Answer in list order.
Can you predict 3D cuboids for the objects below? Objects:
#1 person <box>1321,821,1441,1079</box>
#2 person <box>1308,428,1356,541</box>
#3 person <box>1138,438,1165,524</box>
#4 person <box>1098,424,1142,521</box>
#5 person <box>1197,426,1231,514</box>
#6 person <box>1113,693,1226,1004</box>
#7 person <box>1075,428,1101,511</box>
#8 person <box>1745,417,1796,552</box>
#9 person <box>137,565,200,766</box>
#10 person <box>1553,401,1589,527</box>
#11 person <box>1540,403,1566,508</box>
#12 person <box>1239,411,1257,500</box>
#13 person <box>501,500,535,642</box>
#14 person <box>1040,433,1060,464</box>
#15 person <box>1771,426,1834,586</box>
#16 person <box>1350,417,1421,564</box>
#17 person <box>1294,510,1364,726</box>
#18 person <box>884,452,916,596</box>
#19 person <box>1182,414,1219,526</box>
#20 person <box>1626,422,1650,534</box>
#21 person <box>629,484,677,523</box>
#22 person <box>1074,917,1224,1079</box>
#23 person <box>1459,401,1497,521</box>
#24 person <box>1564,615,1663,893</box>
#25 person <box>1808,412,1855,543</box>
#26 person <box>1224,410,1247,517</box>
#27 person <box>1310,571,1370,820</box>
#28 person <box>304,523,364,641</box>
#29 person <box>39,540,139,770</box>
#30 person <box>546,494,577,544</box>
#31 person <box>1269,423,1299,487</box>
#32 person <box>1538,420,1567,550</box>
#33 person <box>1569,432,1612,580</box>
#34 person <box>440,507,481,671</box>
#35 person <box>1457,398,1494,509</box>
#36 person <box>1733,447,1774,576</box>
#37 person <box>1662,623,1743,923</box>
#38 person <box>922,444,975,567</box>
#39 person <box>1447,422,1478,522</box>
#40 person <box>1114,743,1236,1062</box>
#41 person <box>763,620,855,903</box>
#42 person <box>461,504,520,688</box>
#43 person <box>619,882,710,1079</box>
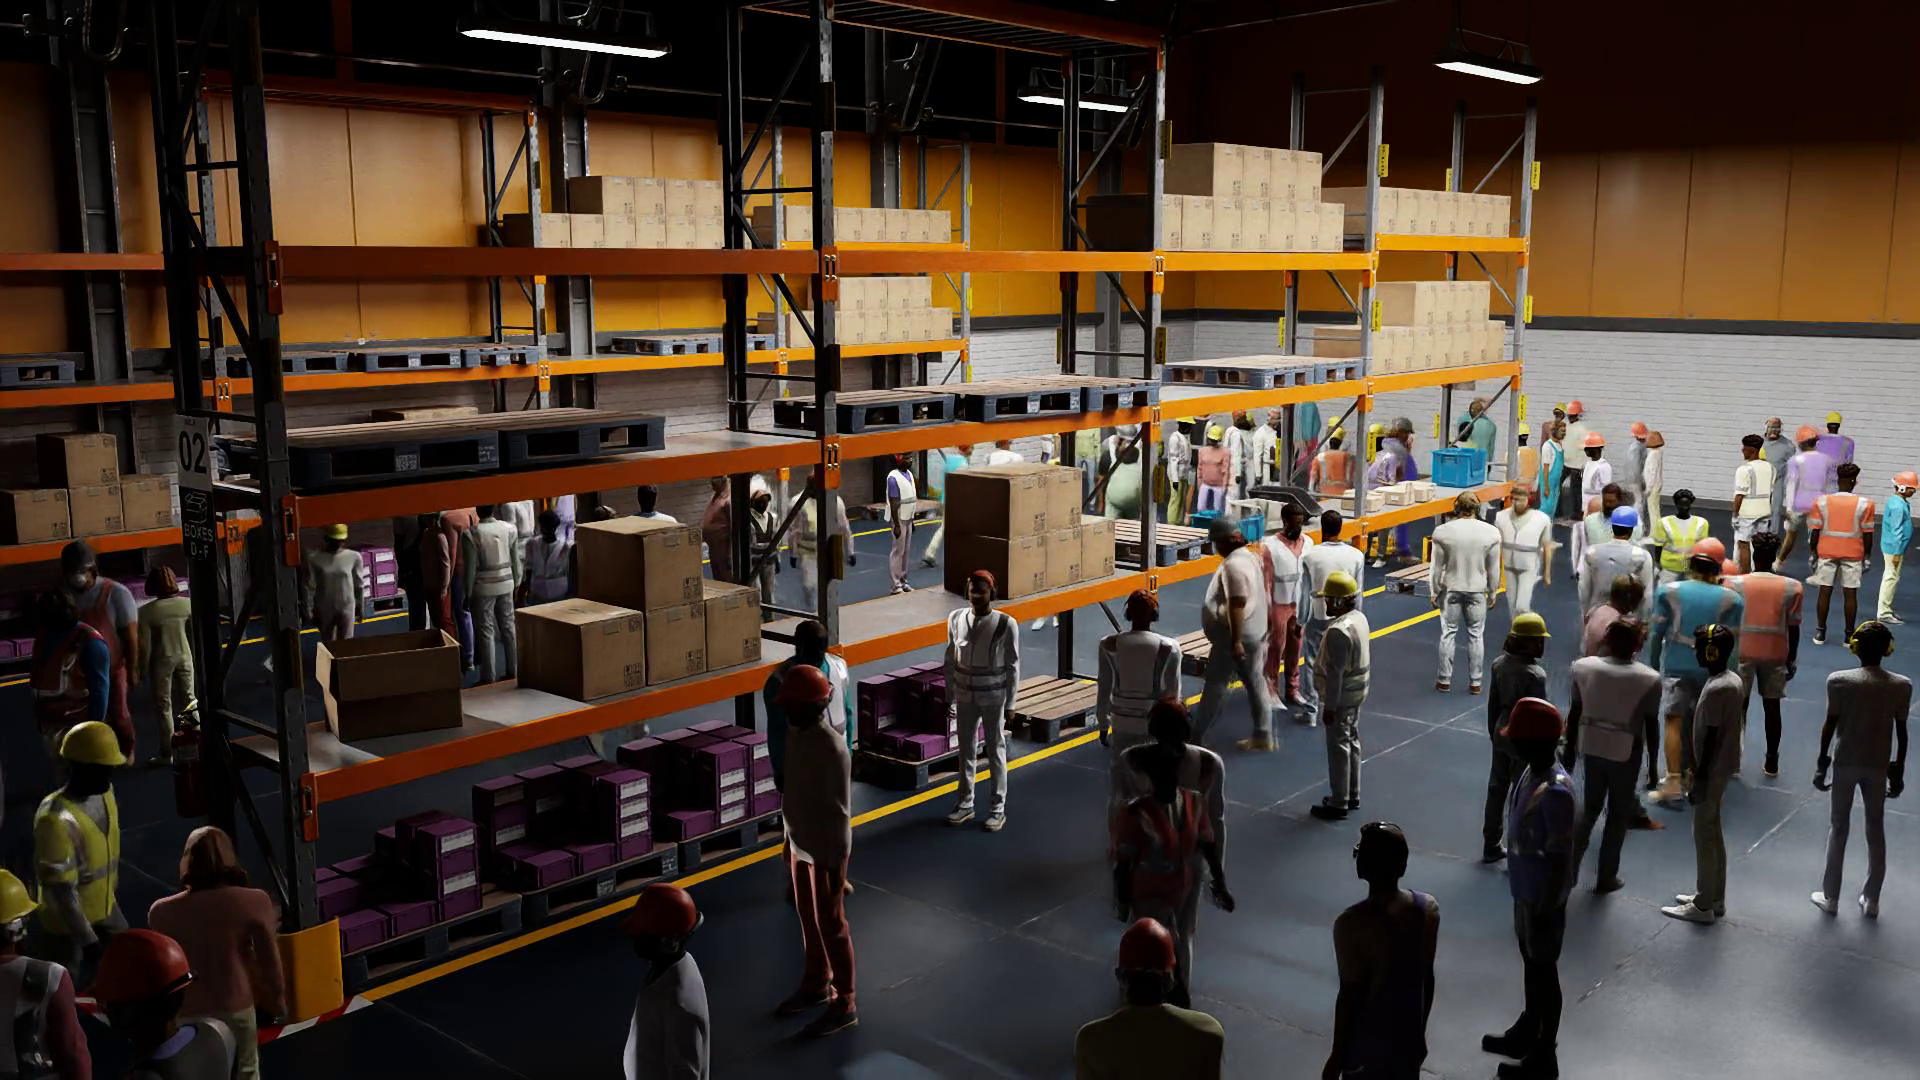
[{"bbox_3d":[1.693,2.032,6.732,0.506,1.846,0.350,-5,11,-26],"label":"person"},{"bbox_3d":[4.961,-0.559,22.166,0.669,1.856,0.999,0,10,-1],"label":"person"},{"bbox_3d":[2.433,-0.391,21.220,0.581,1.833,0.573,0,10,-3],"label":"person"},{"bbox_3d":[2.127,-0.489,21.205,0.703,2.000,0.541,0,10,0],"label":"person"},{"bbox_3d":[3.601,-0.759,23.689,0.540,1.742,0.572,5,11,28],"label":"person"},{"bbox_3d":[1.118,1.674,8.860,0.586,1.858,0.764,2,10,12],"label":"person"},{"bbox_3d":[2.034,-1.343,27.155,0.529,1.761,0.339,2,10,12],"label":"person"},{"bbox_3d":[11.371,-0.783,23.395,0.648,1.902,0.400,5,11,28],"label":"person"},{"bbox_3d":[-6.399,1.011,13.461,0.285,1.633,0.499,8,12,38],"label":"person"},{"bbox_3d":[9.258,-1.147,25.358,0.756,1.959,0.643,-3,10,-18],"label":"person"},{"bbox_3d":[9.829,-1.382,27.405,0.533,1.753,0.342,7,12,37],"label":"person"},{"bbox_3d":[4.617,-1.267,26.903,0.476,1.689,0.930,1,10,4],"label":"person"},{"bbox_3d":[-4.681,0.143,17.808,0.417,1.925,0.556,2,10,13],"label":"person"},{"bbox_3d":[1.505,-1.412,27.318,0.392,1.838,0.561,-3,10,-18],"label":"person"},{"bbox_3d":[10.732,-0.459,21.189,0.639,1.973,1.077,0,10,-1],"label":"person"},{"bbox_3d":[5.766,-0.691,22.411,0.875,2.000,0.714,3,10,15],"label":"person"},{"bbox_3d":[3.240,0.688,14.595,0.598,1.906,0.404,-2,10,-13],"label":"person"},{"bbox_3d":[-0.711,-0.218,20.166,0.389,1.846,0.566,3,10,17],"label":"person"},{"bbox_3d":[3.683,-1.194,25.460,0.627,2.026,0.411,7,12,34],"label":"person"},{"bbox_3d":[10.117,-0.914,24.781,0.353,1.695,0.615,5,11,26],"label":"person"},{"bbox_3d":[-3.037,0.394,16.298,0.592,1.920,0.392,-2,10,-14],"label":"person"},{"bbox_3d":[0.658,2.208,5.967,0.571,1.747,0.338,-2,10,-11],"label":"person"},{"bbox_3d":[7.931,-1.176,25.624,0.628,1.935,0.373,-3,10,-16],"label":"person"},{"bbox_3d":[4.143,1.391,10.619,0.475,1.828,0.579,-9,13,-42],"label":"person"},{"bbox_3d":[12.508,-0.884,23.933,0.587,1.918,0.396,5,11,30],"label":"person"},{"bbox_3d":[4.151,-1.056,25.083,0.364,1.878,0.586,0,10,0],"label":"person"},{"bbox_3d":[2.787,1.131,12.201,0.404,1.824,0.586,5,11,27],"label":"person"},{"bbox_3d":[-5.832,0.628,15.528,0.531,1.736,0.876,-4,10,-22],"label":"person"},{"bbox_3d":[-6.696,0.906,12.874,0.694,2.000,1.008,-3,10,-15],"label":"person"},{"bbox_3d":[-4.833,-0.215,20.151,0.328,1.844,0.514,5,11,27],"label":"person"},{"bbox_3d":[4.779,-0.881,24.604,0.534,1.693,0.320,-5,11,-29],"label":"person"},{"bbox_3d":[8.373,-0.778,23.539,0.344,1.839,0.503,8,12,38],"label":"person"},{"bbox_3d":[7.984,-0.400,20.998,0.376,1.933,0.545,0,10,-3],"label":"person"},{"bbox_3d":[-4.967,0.308,16.578,0.388,1.996,0.612,3,10,19],"label":"person"},{"bbox_3d":[8.373,-1.407,27.281,0.818,1.856,0.546,-6,11,-34],"label":"person"},{"bbox_3d":[10.034,-0.313,21.037,0.289,1.746,0.487,-7,12,-38],"label":"person"},{"bbox_3d":[4.627,1.434,10.295,0.351,1.856,0.521,6,11,34],"label":"person"},{"bbox_3d":[-0.072,-0.507,22.066,0.924,1.795,0.640,-3,10,-15],"label":"person"},{"bbox_3d":[7.544,-0.955,25.102,0.588,1.655,0.714,0,10,-3],"label":"person"},{"bbox_3d":[1.100,1.830,8.492,0.553,1.634,0.882,-8,12,-38],"label":"person"},{"bbox_3d":[-0.937,1.399,10.584,0.634,1.835,0.430,-8,12,-39],"label":"person"},{"bbox_3d":[-4.462,0.463,15.796,0.404,1.945,0.615,8,12,39],"label":"person"},{"bbox_3d":[-1.115,2.142,6.338,0.320,1.755,0.563,-3,10,-17],"label":"person"}]
